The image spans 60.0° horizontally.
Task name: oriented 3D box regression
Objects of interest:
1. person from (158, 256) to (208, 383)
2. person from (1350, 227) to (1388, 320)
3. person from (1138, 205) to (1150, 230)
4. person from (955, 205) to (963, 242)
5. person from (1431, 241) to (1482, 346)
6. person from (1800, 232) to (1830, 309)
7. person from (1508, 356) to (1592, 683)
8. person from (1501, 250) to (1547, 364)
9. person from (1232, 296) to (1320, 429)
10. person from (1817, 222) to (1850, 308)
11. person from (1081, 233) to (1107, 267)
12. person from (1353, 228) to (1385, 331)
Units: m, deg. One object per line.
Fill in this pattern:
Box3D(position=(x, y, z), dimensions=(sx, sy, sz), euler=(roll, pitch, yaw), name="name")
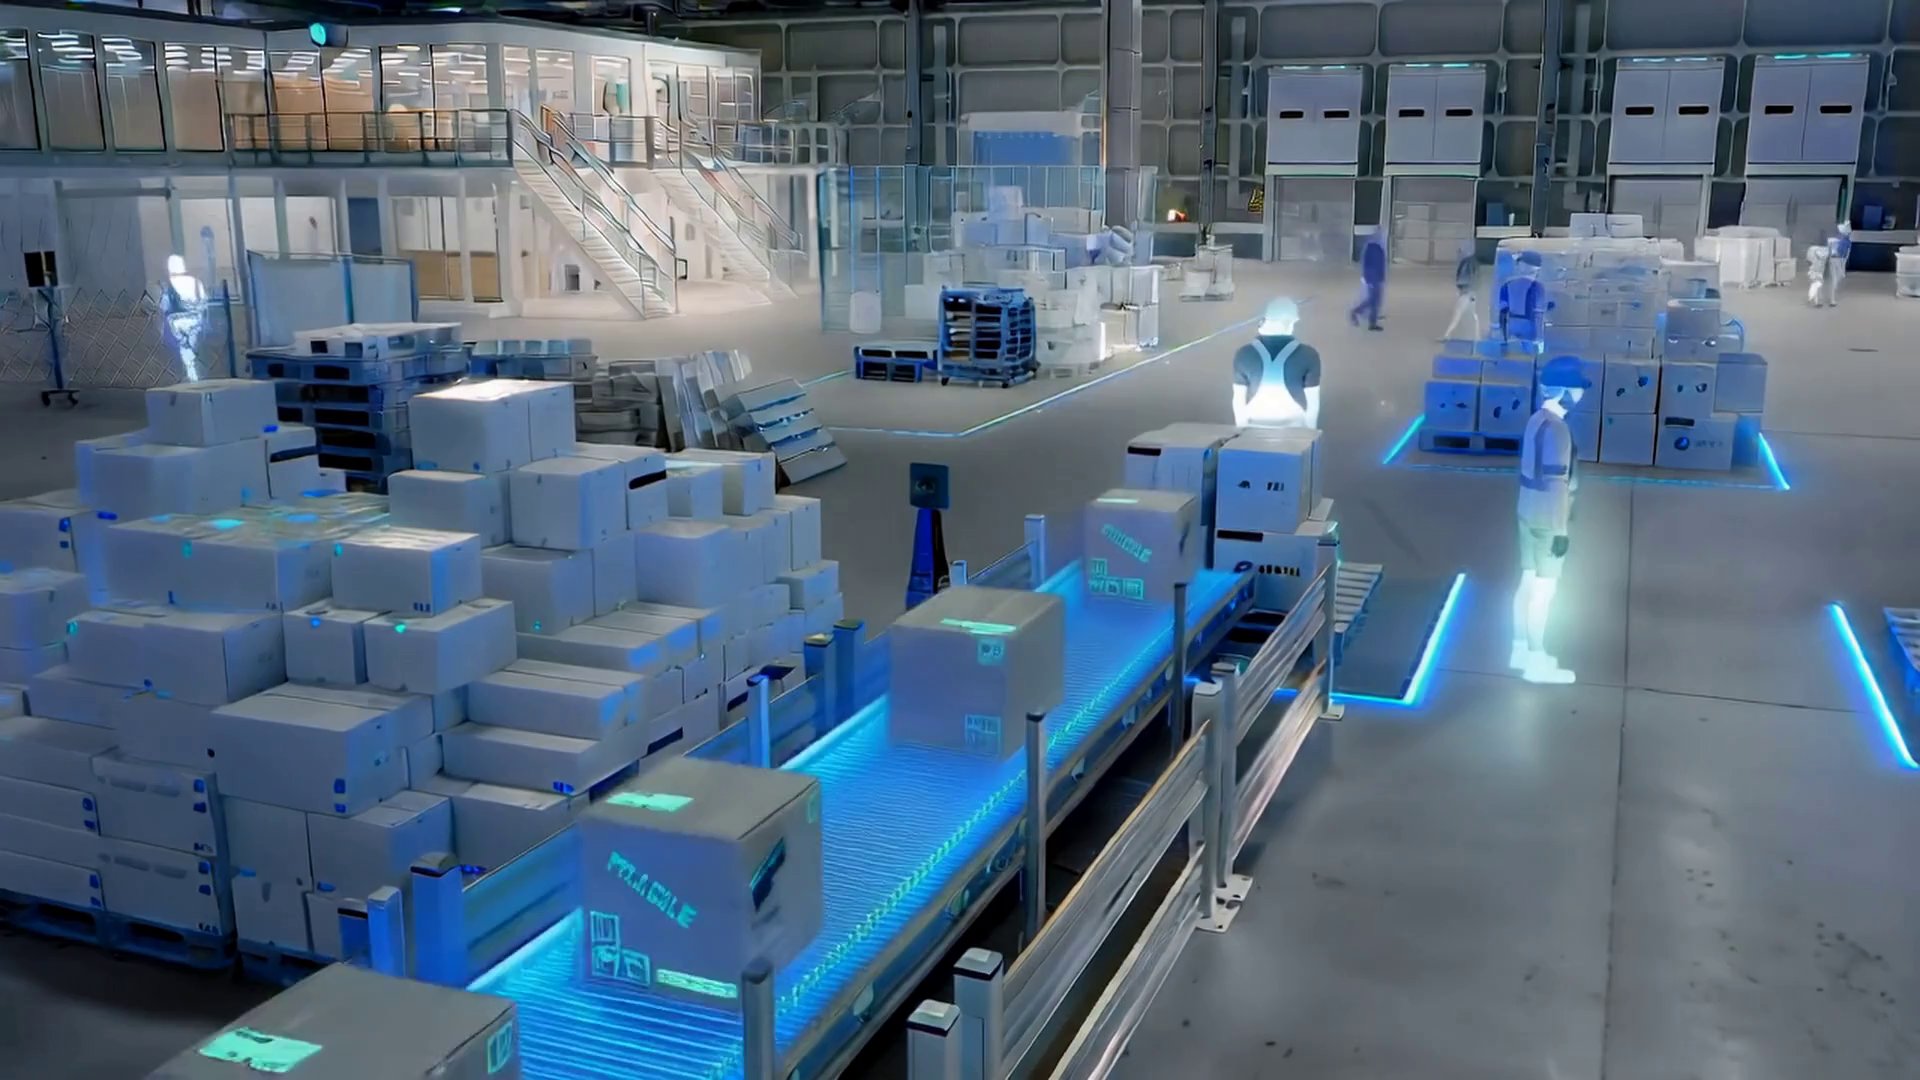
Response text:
Box3D(position=(-10.538, -2.887, 22.434), dimensions=(0.774, 1.859, 0.606), euler=(10, 16, 37), name="person")
Box3D(position=(8.267, -5.359, 33.498), dimensions=(0.892, 1.886, 0.603), euler=(-9, 15, -34), name="person")
Box3D(position=(5.708, -9.496, 51.974), dimensions=(0.438, 1.906, 0.644), euler=(-5, 14, -21), name="person")
Box3D(position=(-0.023, -9.261, 50.867), dimensions=(0.377, 1.935, 0.562), euler=(-12, 17, -43), name="person")
Box3D(position=(8.570, -4.206, 28.487), dimensions=(0.949, 1.798, 0.656), euler=(1, 13, 6), name="person")
Box3D(position=(18.737, -5.924, 36.495), dimensions=(0.564, 1.669, 0.607), euler=(-5, 13, -20), name="person")
Box3D(position=(3.504, -0.125, 9.880), dimensions=(0.355, 1.938, 0.544), euler=(0, 13, 2), name="person")
Box3D(position=(6.868, -2.494, 20.259), dimensions=(0.364, 2.048, 0.611), euler=(-9, 15, -35), name="person")
Box3D(position=(2.508, -0.912, 13.175), dimensions=(0.684, 2.000, 0.536), euler=(5, 13, 21), name="person")
Box3D(position=(19.286, -6.087, 36.769), dimensions=(0.620, 1.888, 0.851), euler=(-2, 13, -9), name="person")
Box3D(position=(2.598, -4.969, 31.903), dimensions=(0.883, 1.815, 0.619), euler=(-6, 14, -25), name="person")
Box3D(position=(7.761, -4.875, 31.221), dimensions=(0.483, 1.920, 0.646), euler=(-2, 13, -10), name="person")
